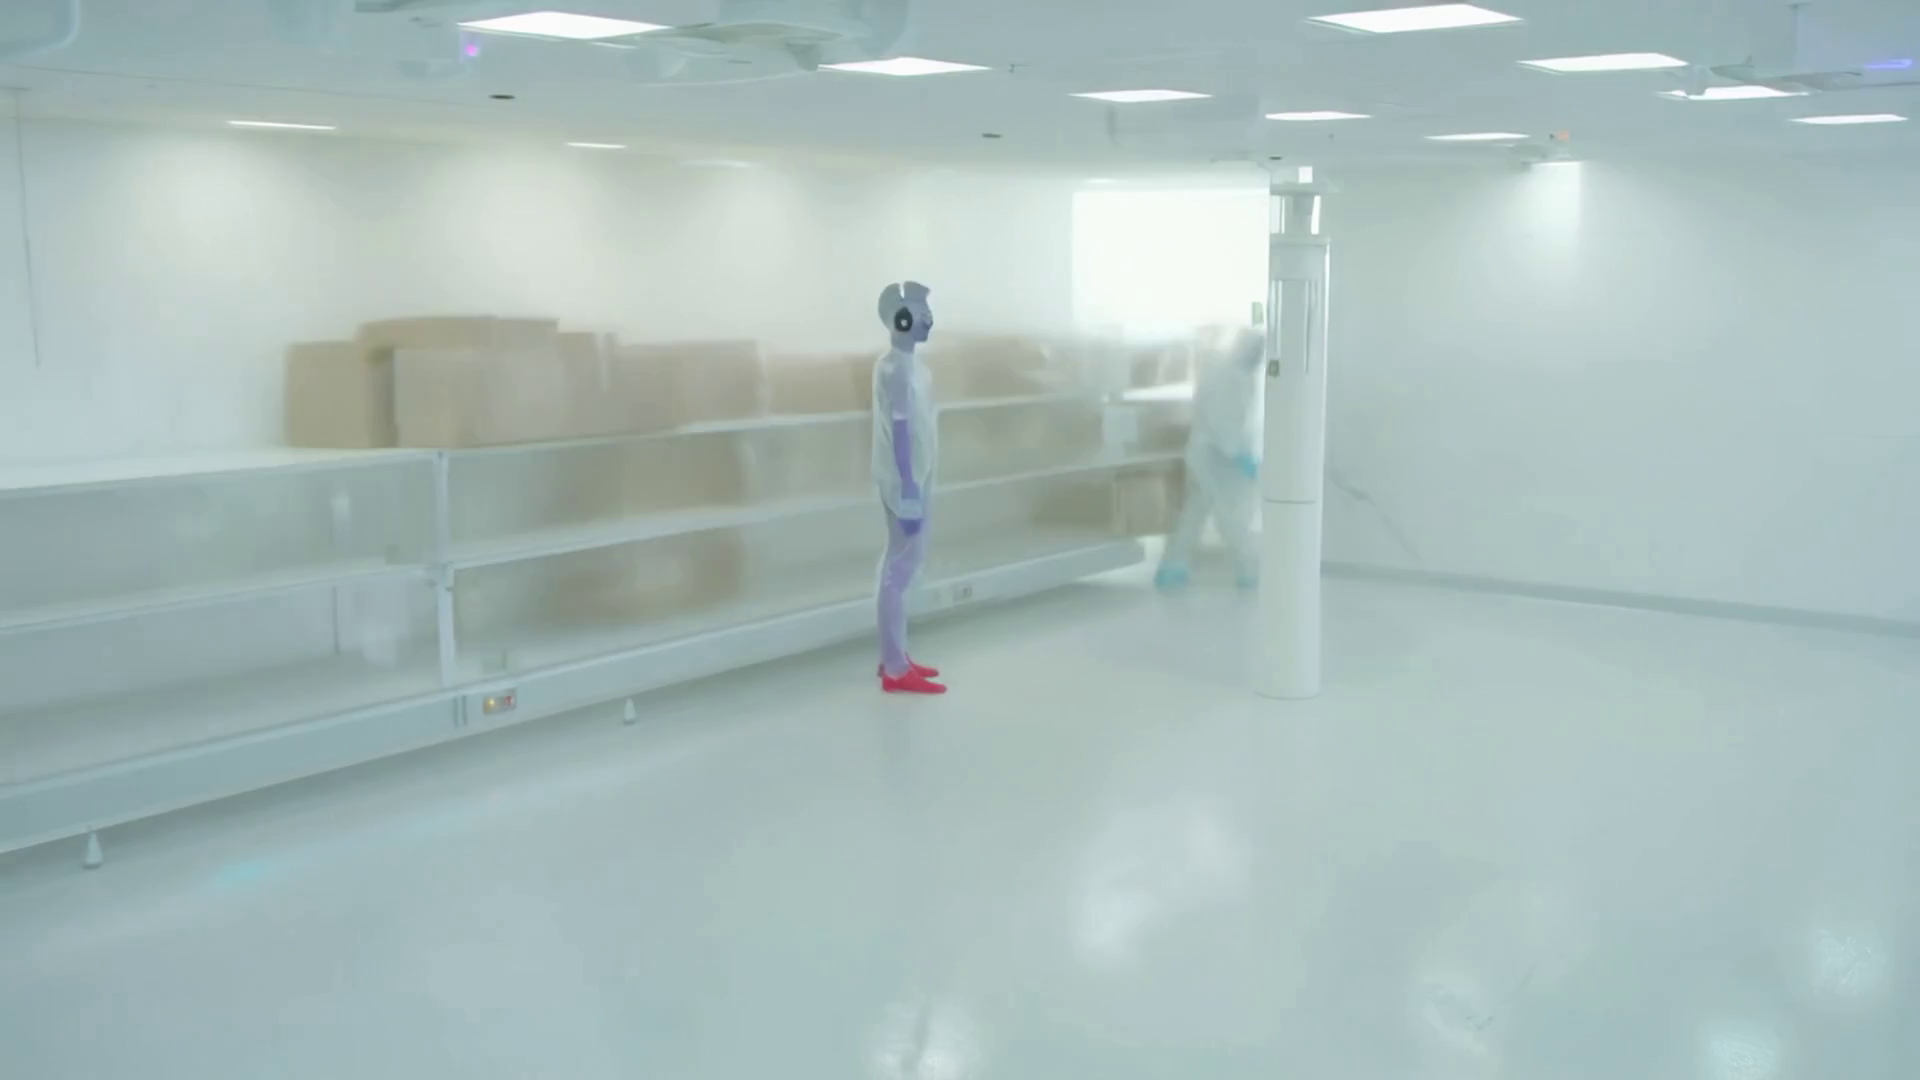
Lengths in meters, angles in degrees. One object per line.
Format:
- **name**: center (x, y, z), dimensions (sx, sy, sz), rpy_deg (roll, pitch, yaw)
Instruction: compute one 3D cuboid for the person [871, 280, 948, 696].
- **person**: center (-0.238, -0.233, 7.561), dimensions (0.328, 1.876, 0.513), rpy_deg (-1, 10, -7)
